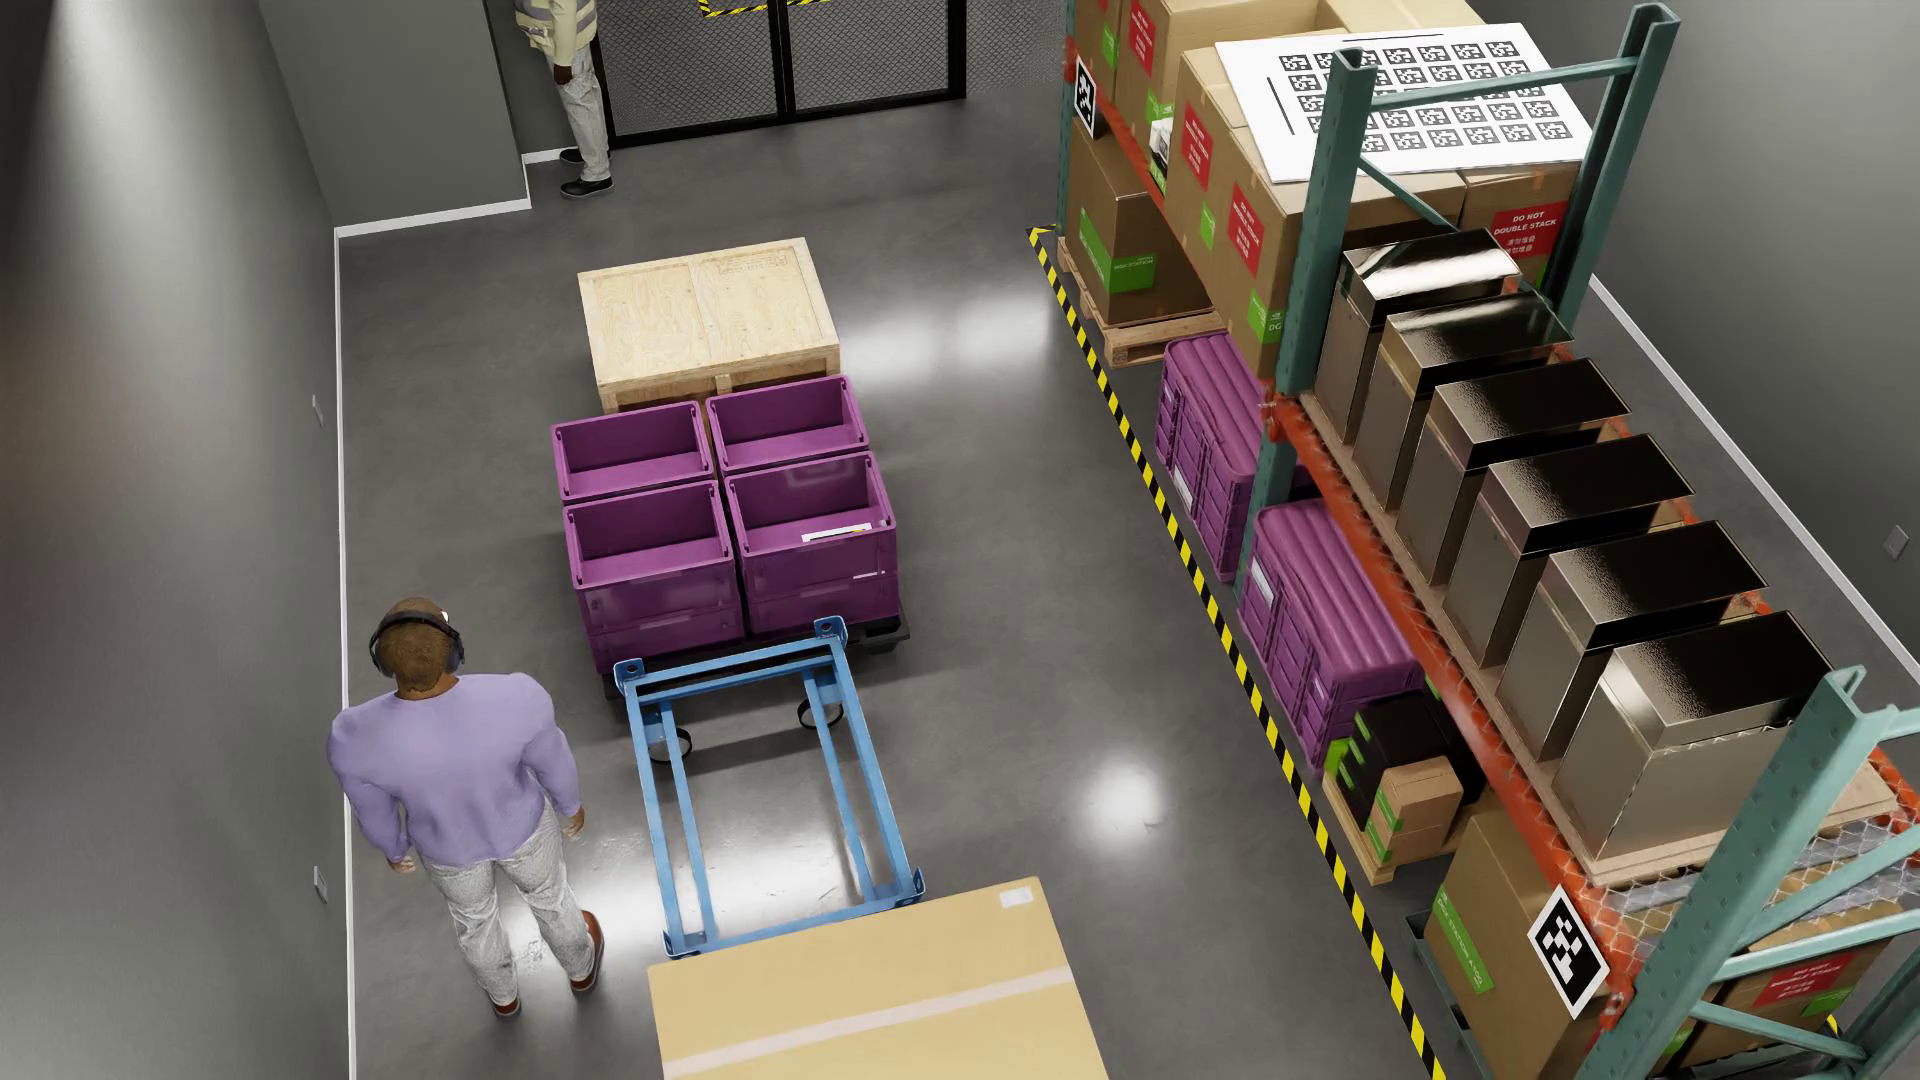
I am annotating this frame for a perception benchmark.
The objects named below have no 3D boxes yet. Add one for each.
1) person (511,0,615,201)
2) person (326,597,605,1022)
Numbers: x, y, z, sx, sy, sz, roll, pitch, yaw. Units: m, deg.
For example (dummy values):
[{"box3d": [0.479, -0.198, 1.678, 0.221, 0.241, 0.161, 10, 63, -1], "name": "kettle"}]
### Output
[{"box3d": [-2.002, -2.563, 8.312, 0.404, 1.830, 0.602, -6, 48, -5], "name": "person"}, {"box3d": [-1.464, 0.865, 5.091, 0.636, 1.938, 0.355, -13, 49, -12], "name": "person"}]
